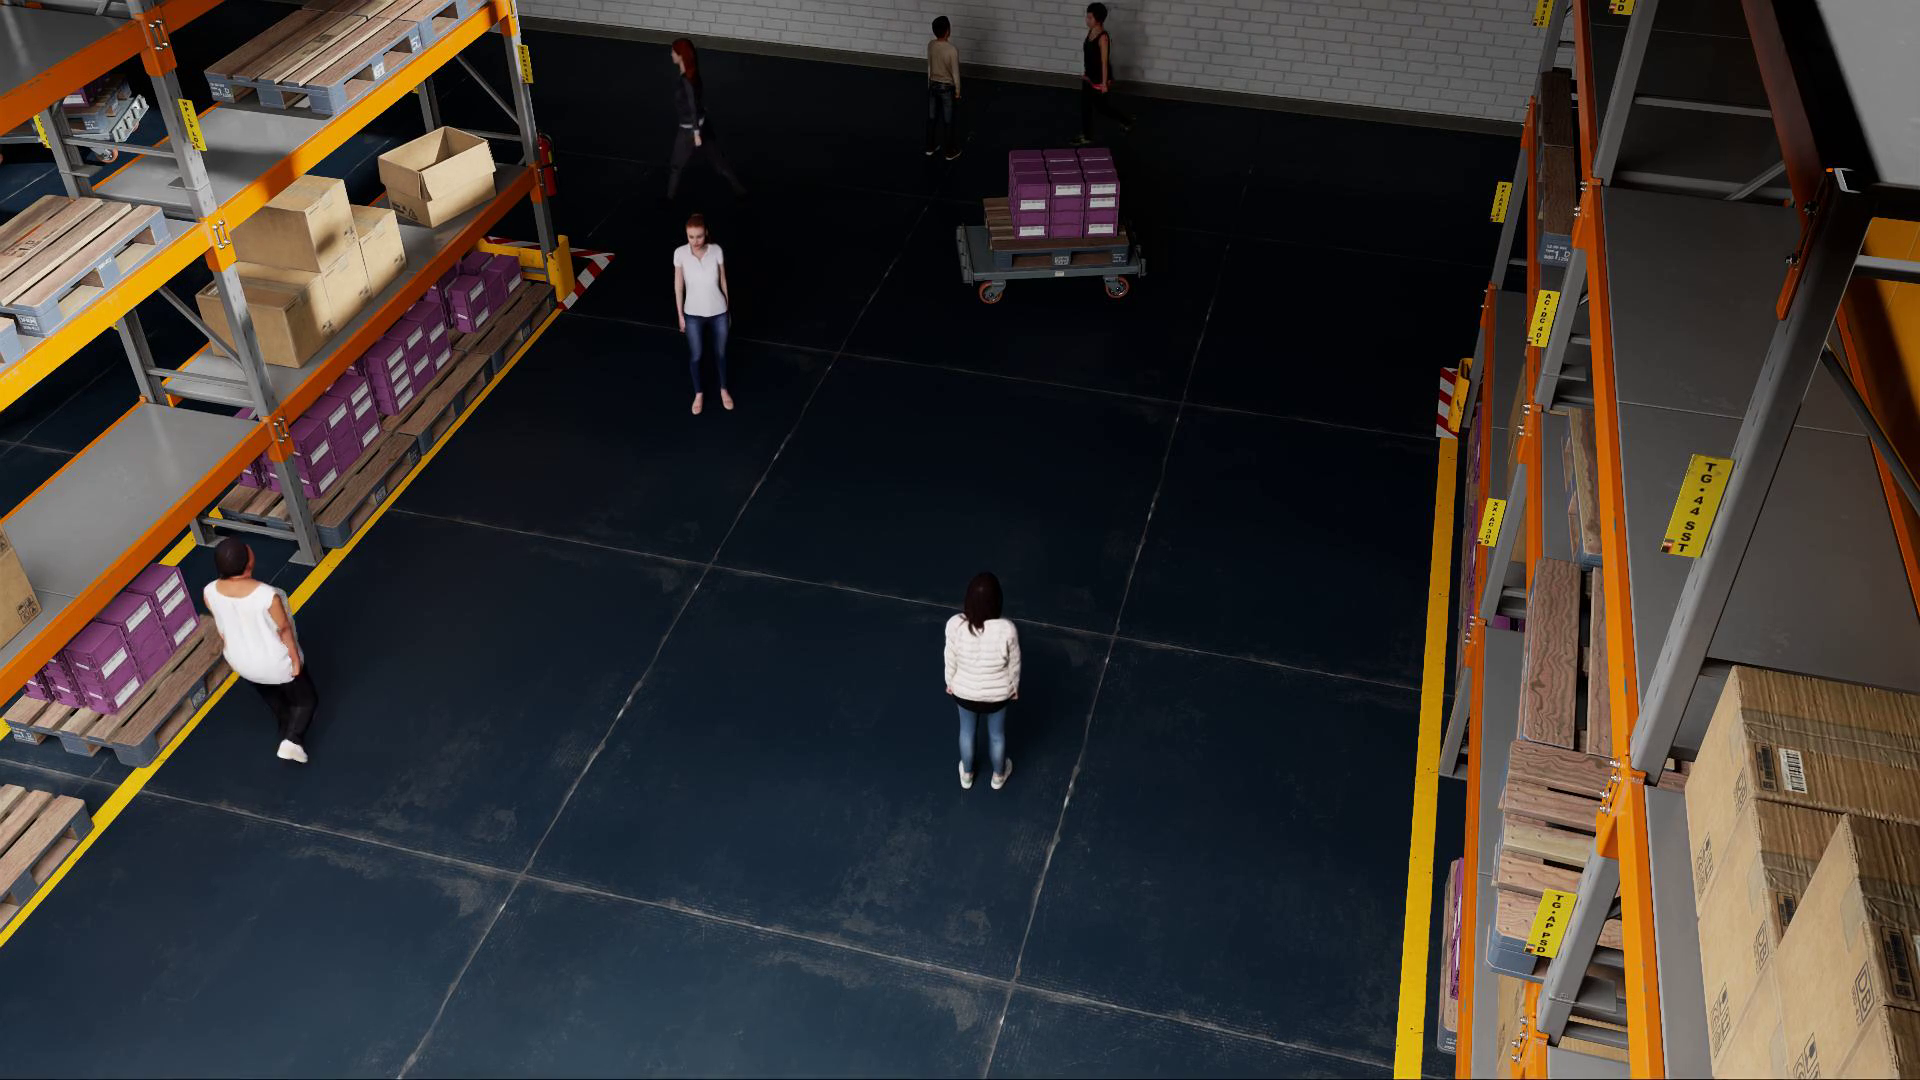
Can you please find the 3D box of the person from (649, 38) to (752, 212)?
[{"bbox_3d":[-2.451,-3.910,15.885,0.925,1.728,1.225,-2,39,-2],"label":"person"}]

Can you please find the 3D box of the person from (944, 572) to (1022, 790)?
[{"bbox_3d":[0.135,0.860,9.984,0.636,1.638,0.581,5,39,7],"label":"person"}]

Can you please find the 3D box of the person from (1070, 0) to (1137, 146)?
[{"bbox_3d":[1.494,-4.794,17.155,0.919,1.524,0.929,-10,40,-13],"label":"person"}]

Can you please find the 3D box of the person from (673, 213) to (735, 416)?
[{"bbox_3d":[-2.024,-1.807,13.244,0.651,1.737,0.658,-7,39,-9],"label":"person"}]

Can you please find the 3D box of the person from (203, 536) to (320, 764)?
[{"bbox_3d":[-4.260,0.710,10.142,0.683,1.675,0.801,6,39,7],"label":"person"}]

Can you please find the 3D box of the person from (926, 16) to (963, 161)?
[{"bbox_3d":[-0.189,-4.613,16.980,0.587,1.459,0.570,21,43,24],"label":"person"}]
